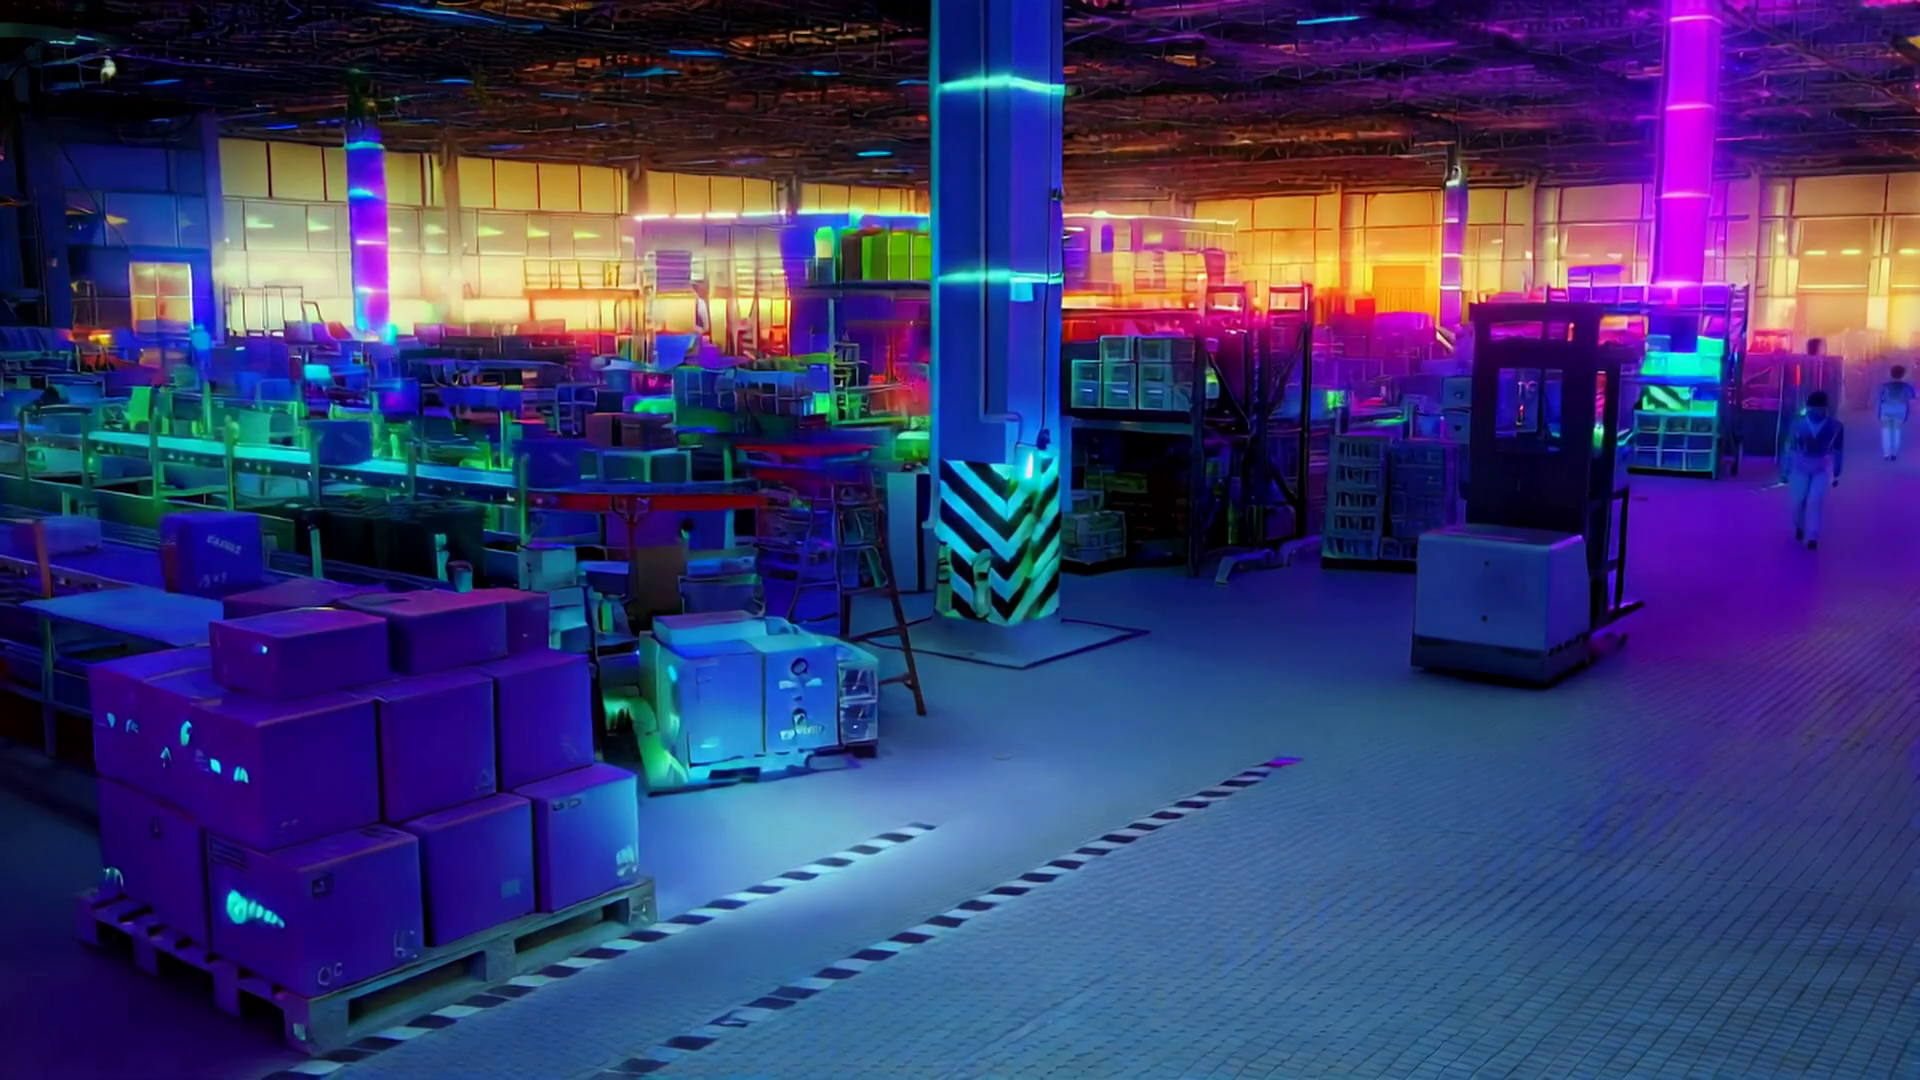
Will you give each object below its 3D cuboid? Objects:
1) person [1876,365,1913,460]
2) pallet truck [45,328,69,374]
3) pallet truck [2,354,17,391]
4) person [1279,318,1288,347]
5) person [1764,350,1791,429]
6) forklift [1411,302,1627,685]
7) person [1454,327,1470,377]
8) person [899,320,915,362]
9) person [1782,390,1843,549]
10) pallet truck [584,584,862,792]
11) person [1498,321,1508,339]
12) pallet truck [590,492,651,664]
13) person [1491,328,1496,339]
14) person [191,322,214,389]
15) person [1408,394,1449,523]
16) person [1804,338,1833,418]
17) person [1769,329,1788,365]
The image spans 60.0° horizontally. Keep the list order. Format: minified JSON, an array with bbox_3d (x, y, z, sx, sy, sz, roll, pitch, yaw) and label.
[{"bbox_3d":[16.169,-2.198,28.804,0.536,1.673,0.774,4,9,27],"label":"person"},{"bbox_3d":[-23.775,-4.544,43.495,1.885,1.965,0.823,6,10,35],"label":"pallet truck"},{"bbox_3d":[-24.881,-4.417,42.634,1.885,1.965,0.823,8,11,41],"label":"pallet truck"},{"bbox_3d":[16.421,-10.560,84.336,0.487,1.907,0.602,7,11,40],"label":"person"},{"bbox_3d":[17.202,-3.147,35.003,0.538,1.727,0.896,-4,9,-26],"label":"person"},{"bbox_3d":[4.379,-0.438,12.852,1.129,2.768,1.873,7,11,37],"label":"forklift"},{"bbox_3d":[15.118,-5.487,50.268,0.999,1.869,0.569,6,10,35],"label":"person"},{"bbox_3d":[-2.038,-7.736,65.515,0.593,1.861,0.784,8,12,43],"label":"person"},{"bbox_3d":[9.811,-0.832,19.156,0.596,1.805,0.876,5,10,28],"label":"person"},{"bbox_3d":[-1.426,0.805,10.019,1.601,1.201,0.680,-4,9,-26],"label":"pallet truck"},{"bbox_3d":[18.941,-6.672,58.087,0.412,1.925,0.555,0,8,2],"label":"person"},{"bbox_3d":[-3.115,0.344,12.883,0.653,1.274,1.630,7,11,37],"label":"pallet truck"},{"bbox_3d":[13.805,-4.540,43.523,0.411,1.986,0.626,1,9,10],"label":"person"},{"bbox_3d":[-22.279,-5.372,48.922,0.615,2.041,0.392,-6,10,-33],"label":"person"},{"bbox_3d":[5.909,-1.022,20.976,0.287,1.631,0.501,-8,12,-44],"label":"person"},{"bbox_3d":[18.773,-3.464,36.477,0.983,1.923,0.620,5,10,33],"label":"person"},{"bbox_3d":[27.377,-6.200,55.660,0.500,1.686,0.914,8,12,43],"label":"person"}]
